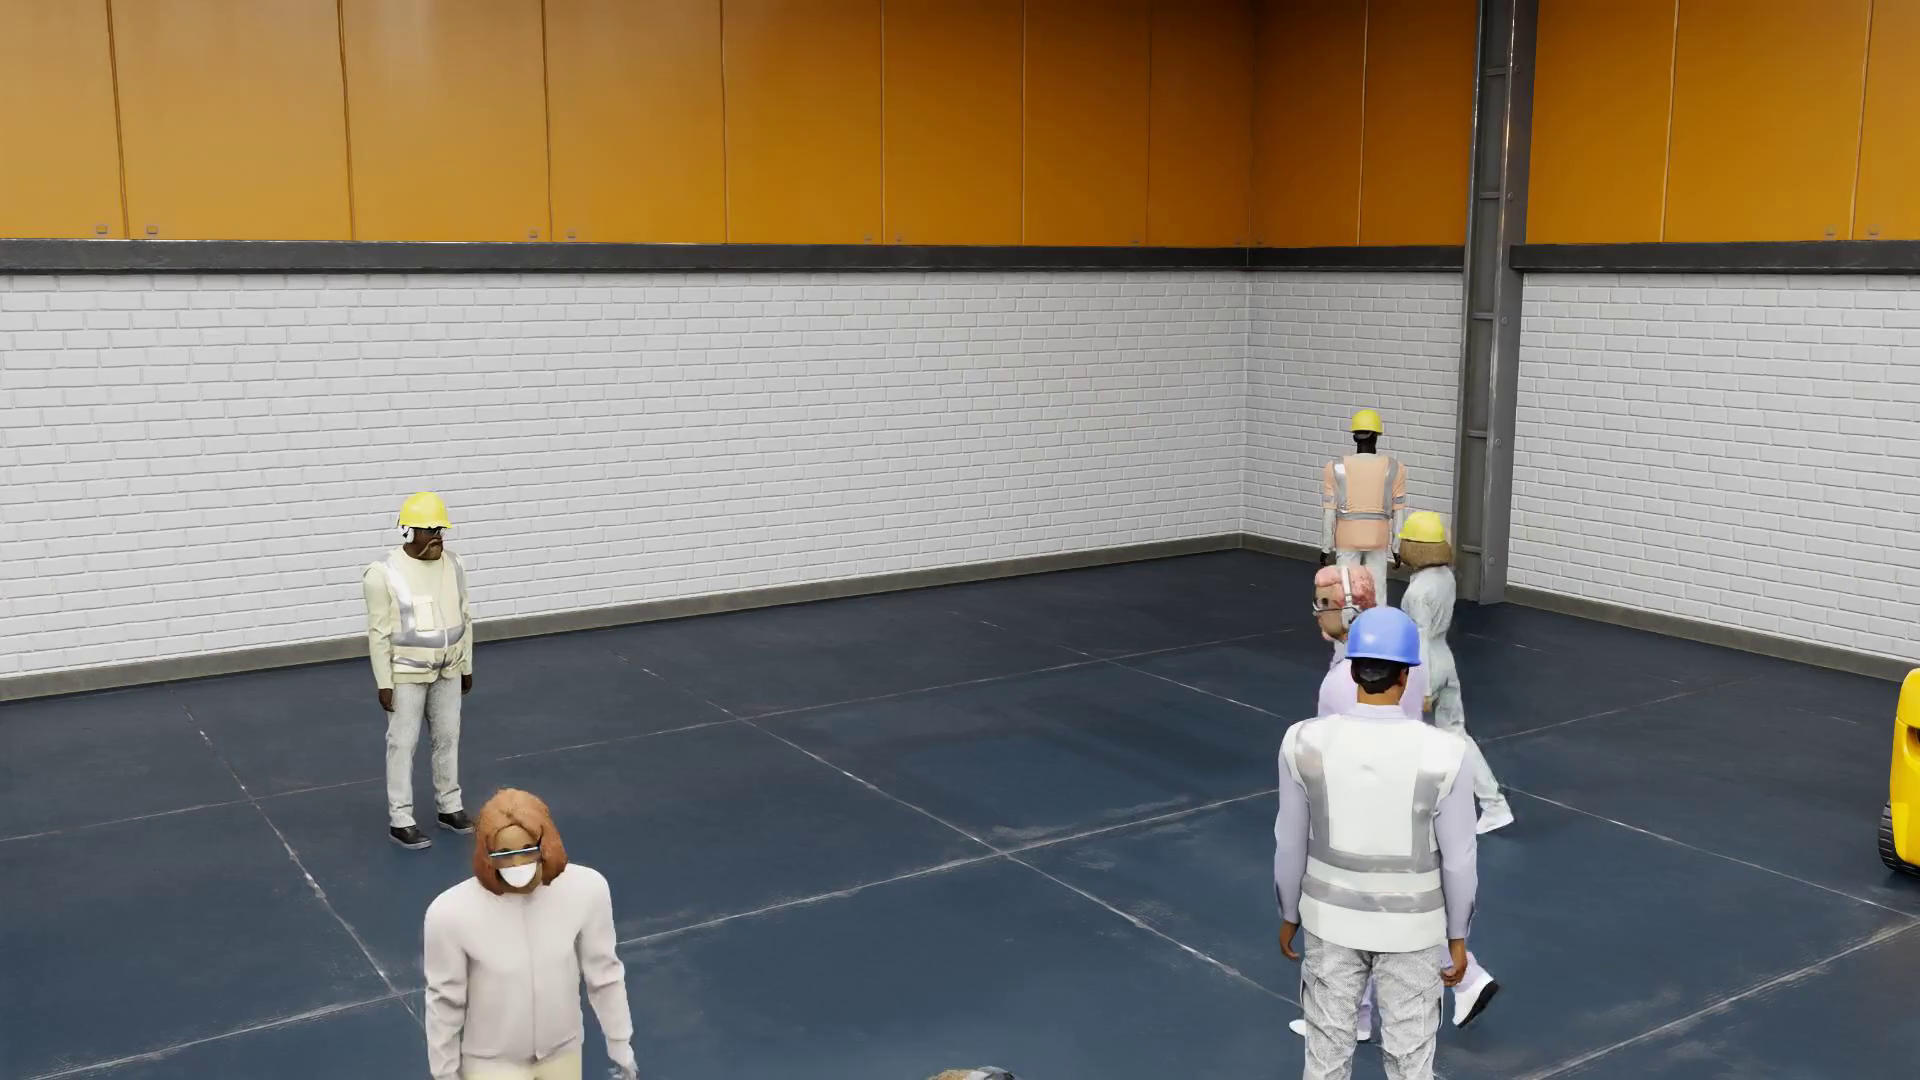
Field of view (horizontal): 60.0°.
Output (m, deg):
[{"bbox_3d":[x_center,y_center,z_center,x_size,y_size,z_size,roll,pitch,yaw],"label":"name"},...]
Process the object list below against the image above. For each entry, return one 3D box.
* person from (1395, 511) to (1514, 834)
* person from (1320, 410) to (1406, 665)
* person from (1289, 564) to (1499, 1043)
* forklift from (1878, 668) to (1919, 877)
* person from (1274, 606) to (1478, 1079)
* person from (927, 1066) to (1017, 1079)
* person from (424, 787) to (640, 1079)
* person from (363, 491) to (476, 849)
[{"bbox_3d":[2.473,0.691,8.665,0.895,1.702,0.496,8,12,39],"label":"person"},{"bbox_3d":[2.910,0.019,12.057,0.593,1.917,0.384,1,9,5],"label":"person"},{"bbox_3d":[1.626,1.016,6.208,0.653,1.873,0.671,6,11,31],"label":"person"},{"bbox_3d":[5.511,0.571,7.906,2.313,2.155,1.214,-6,11,-33],"label":"forklift"},{"bbox_3d":[1.266,1.165,5.101,0.604,1.937,0.403,4,10,21],"label":"person"},{"bbox_3d":[0.050,1.649,2.346,1.044,1.891,0.643,6,11,30],"label":"person"},{"bbox_3d":[-1.165,1.425,4.519,0.530,1.608,0.400,-7,12,-37],"label":"person"},{"bbox_3d":[-2.738,0.655,8.525,0.403,1.825,0.595,7,12,38],"label":"person"}]
